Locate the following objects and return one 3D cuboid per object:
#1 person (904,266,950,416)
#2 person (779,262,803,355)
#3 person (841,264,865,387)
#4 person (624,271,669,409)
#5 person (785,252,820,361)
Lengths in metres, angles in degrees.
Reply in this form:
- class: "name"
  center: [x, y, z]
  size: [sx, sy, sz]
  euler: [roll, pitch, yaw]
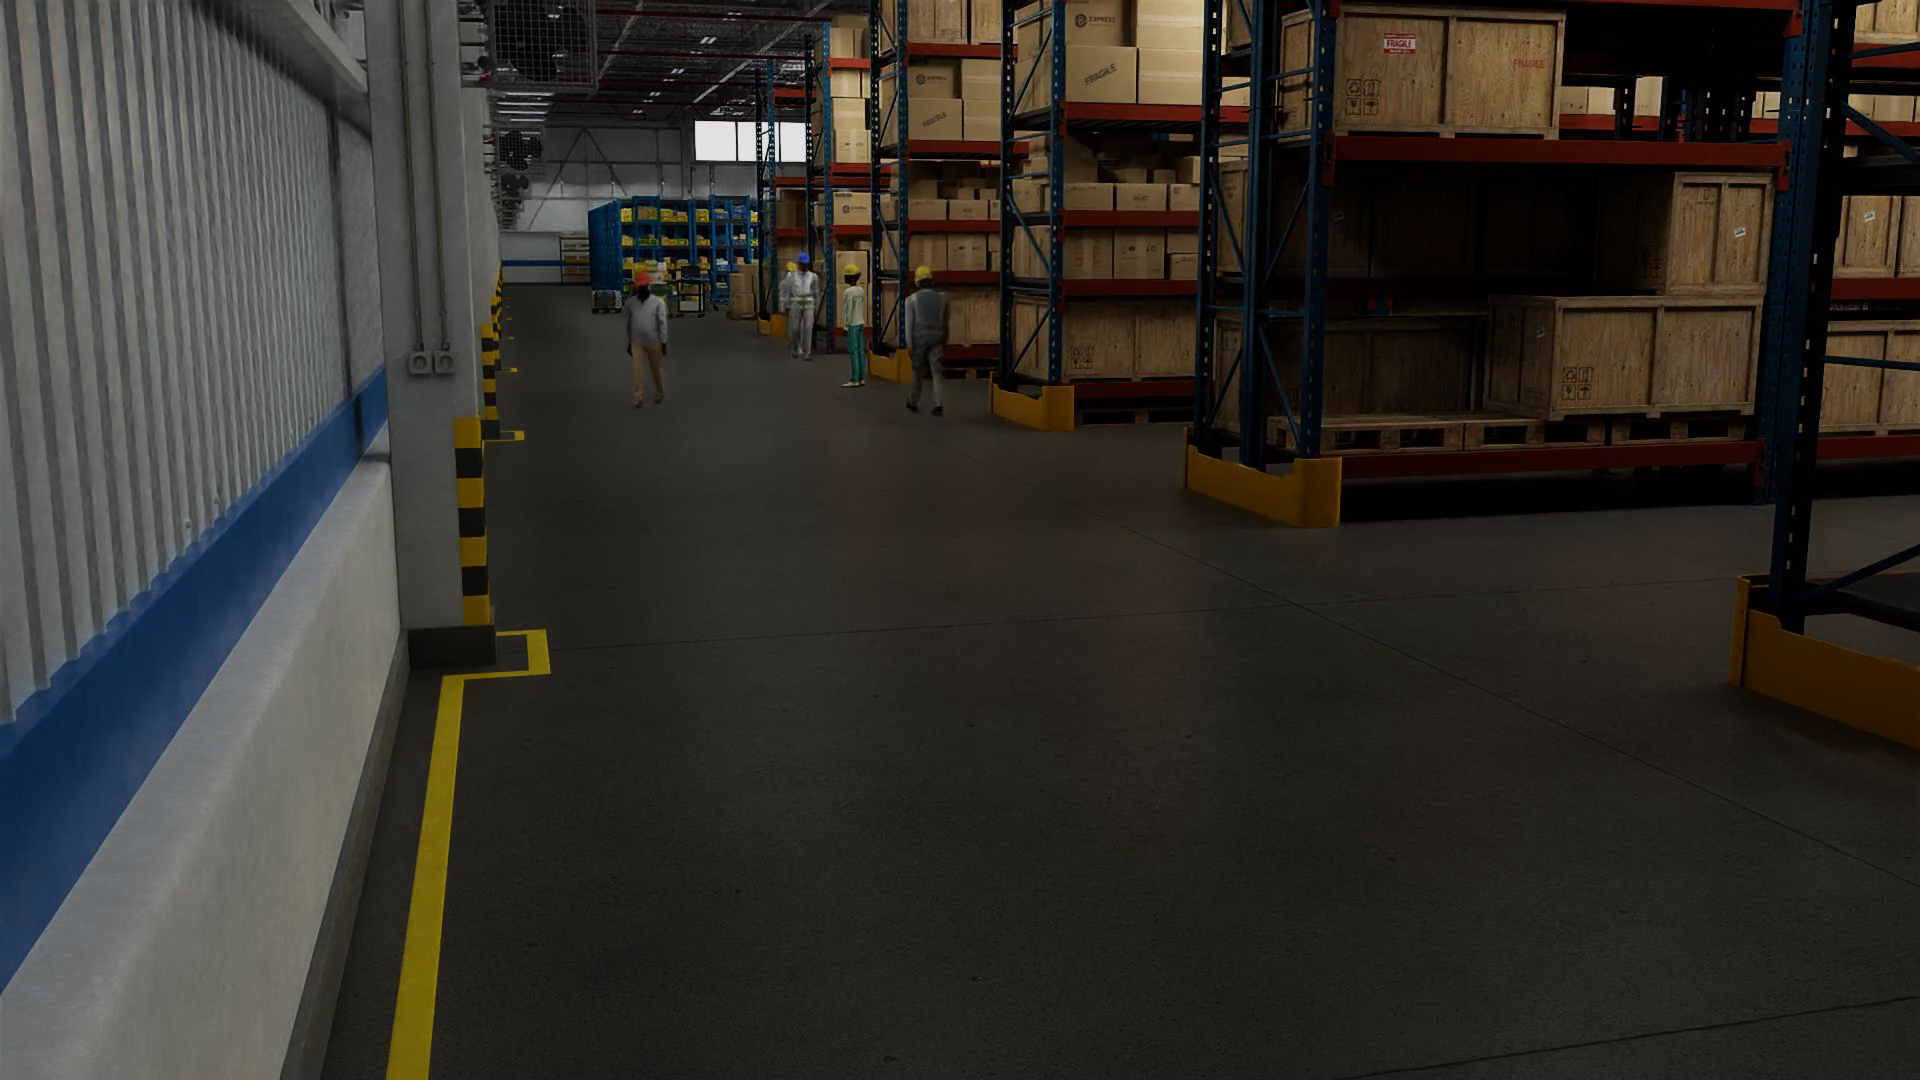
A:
- class: "person"
  center: [-0.396, -2.388, 20.014]
  size: [0.599, 1.789, 0.924]
  euler: [-3, 10, -16]
- class: "person"
  center: [-3.106, -4.294, 30.948]
  size: [0.509, 1.715, 0.696]
  euler: [-2, 10, -11]
- class: "person"
  center: [-1.547, -3.086, 23.995]
  size: [0.309, 1.772, 0.525]
  euler: [4, 11, 20]
- class: "person"
  center: [-3.966, -2.552, 21.117]
  size: [0.571, 1.719, 0.865]
  euler: [1, 10, 5]
- class: "person"
  center: [-2.788, -4.138, 29.489]
  size: [0.626, 1.927, 0.468]
  euler: [-2, 10, -13]
